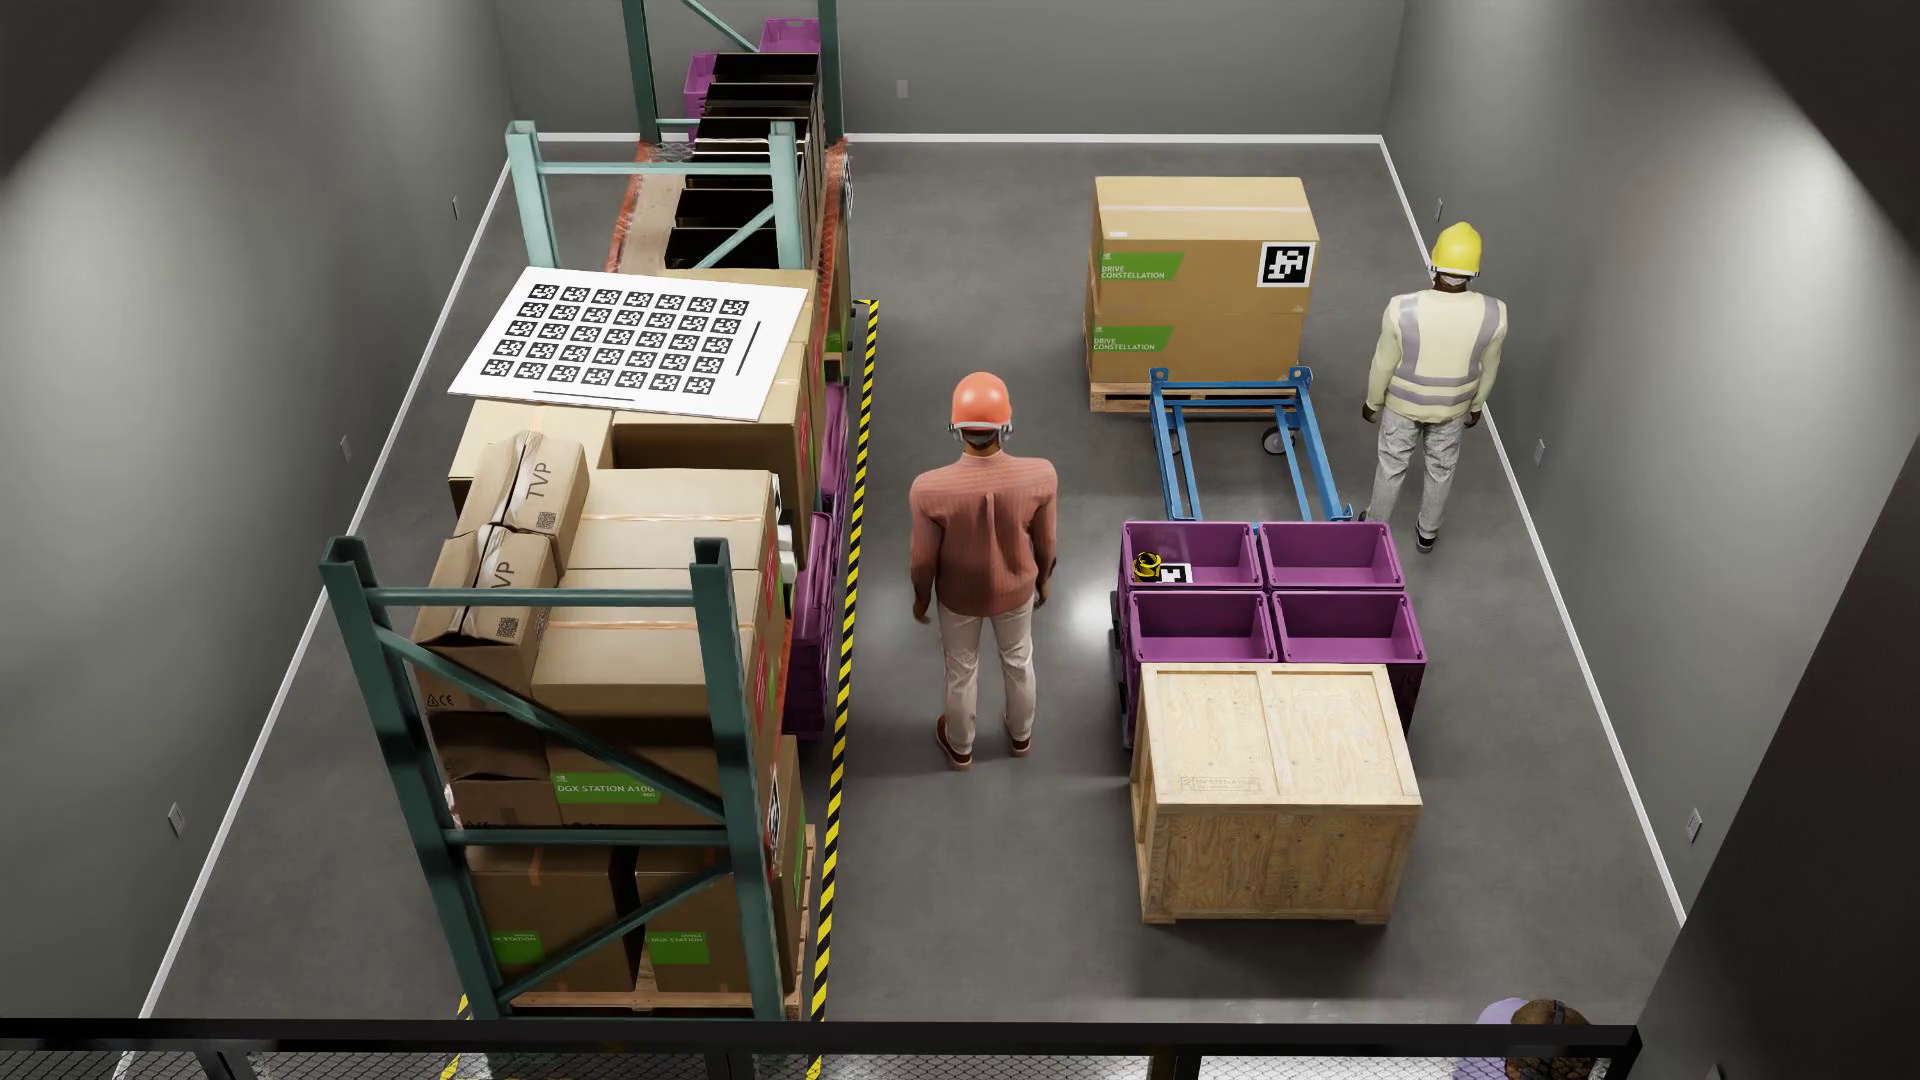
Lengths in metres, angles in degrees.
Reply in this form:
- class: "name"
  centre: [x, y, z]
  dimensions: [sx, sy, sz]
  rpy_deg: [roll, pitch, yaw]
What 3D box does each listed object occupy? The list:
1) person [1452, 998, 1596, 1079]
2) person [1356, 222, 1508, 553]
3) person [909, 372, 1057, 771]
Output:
- class: "person"
  centre: [1.530, 1.943, 4.898]
  dimensions: [0.367, 1.939, 0.635]
  rpy_deg: [11, 42, 12]
- class: "person"
  centre: [2.238, -0.698, 7.988]
  dimensions: [0.589, 1.834, 0.403]
  rpy_deg: [2, 41, 3]
- class: "person"
  centre: [0.090, 0.169, 6.887]
  dimensions: [0.613, 1.985, 0.402]
  rpy_deg: [-8, 42, -9]
